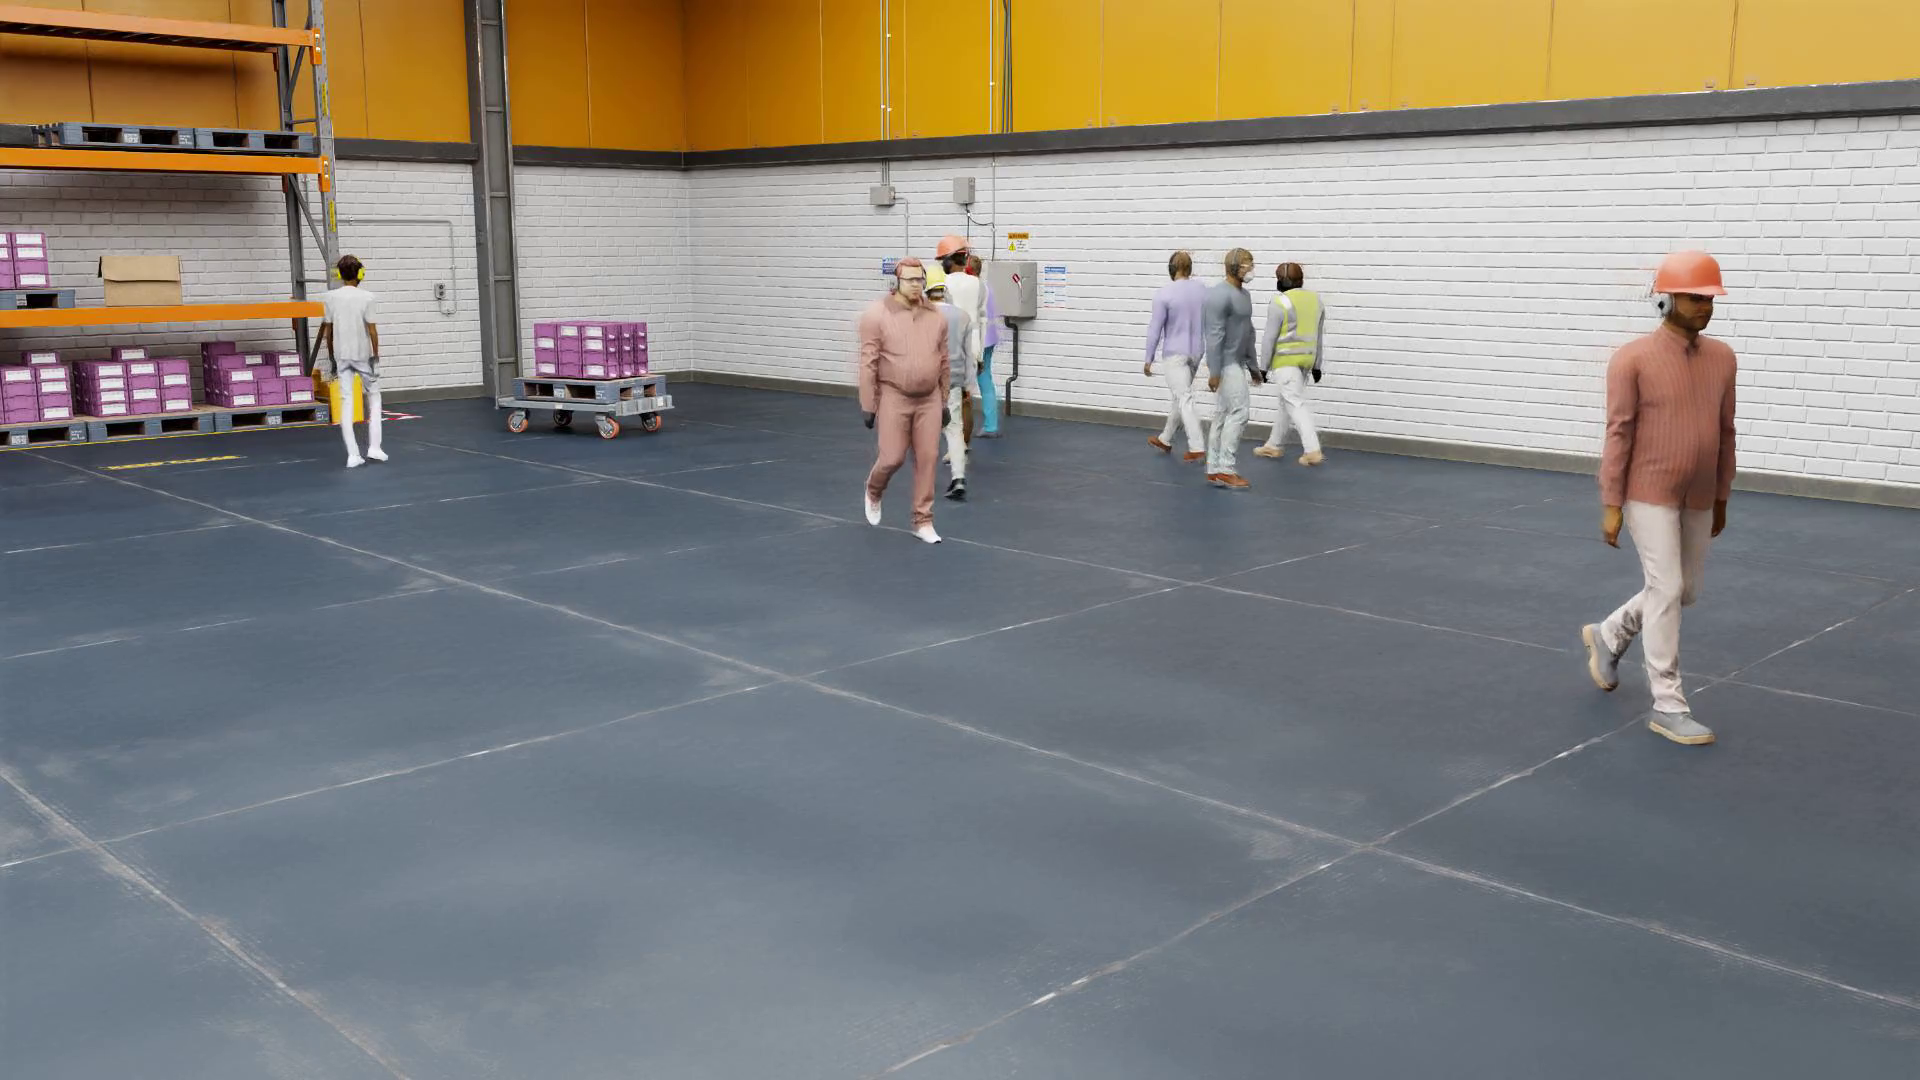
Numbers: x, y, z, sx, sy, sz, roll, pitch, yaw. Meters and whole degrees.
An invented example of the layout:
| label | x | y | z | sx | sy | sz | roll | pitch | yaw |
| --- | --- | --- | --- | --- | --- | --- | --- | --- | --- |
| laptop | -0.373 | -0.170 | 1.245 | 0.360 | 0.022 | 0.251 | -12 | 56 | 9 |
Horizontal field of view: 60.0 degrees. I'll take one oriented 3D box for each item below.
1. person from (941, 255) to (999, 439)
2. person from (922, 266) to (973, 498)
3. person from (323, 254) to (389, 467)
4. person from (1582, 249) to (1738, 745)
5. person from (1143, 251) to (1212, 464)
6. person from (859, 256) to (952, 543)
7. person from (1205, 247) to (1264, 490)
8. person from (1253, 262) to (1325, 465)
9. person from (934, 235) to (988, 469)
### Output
| label | x | y | z | sx | sy | sz | roll | pitch | yaw |
| --- | --- | --- | --- | --- | --- | --- | --- | --- | --- |
| person | 0.060 | -1.918 | 16.588 | 0.771 | 1.814 | 0.608 | 5 | 11 | 25 |
| person | -0.164 | -1.226 | 12.928 | 0.596 | 1.788 | 0.932 | -3 | 11 | -17 |
| person | -5.360 | -1.589 | 14.730 | 0.516 | 1.848 | 0.650 | -1 | 10 | -3 |
| person | 2.888 | -0.207 | 6.866 | 0.631 | 1.969 | 0.876 | -3 | 11 | -18 |
| person | 1.972 | -1.651 | 14.982 | 0.658 | 1.881 | 1.040 | -6 | 12 | -29 |
| person | -0.365 | -0.937 | 11.080 | 0.650 | 1.890 | 0.645 | -5 | 12 | -26 |
| person | 2.227 | -1.373 | 13.337 | 0.507 | 1.929 | 0.633 | 5 | 11 | 24 |
| person | 2.969 | -1.572 | 14.831 | 0.623 | 1.798 | 0.949 | -8 | 13 | -36 |
| person | -0.038 | -1.613 | 14.387 | 0.626 | 2.024 | 0.461 | -7 | 12 | -32 |
